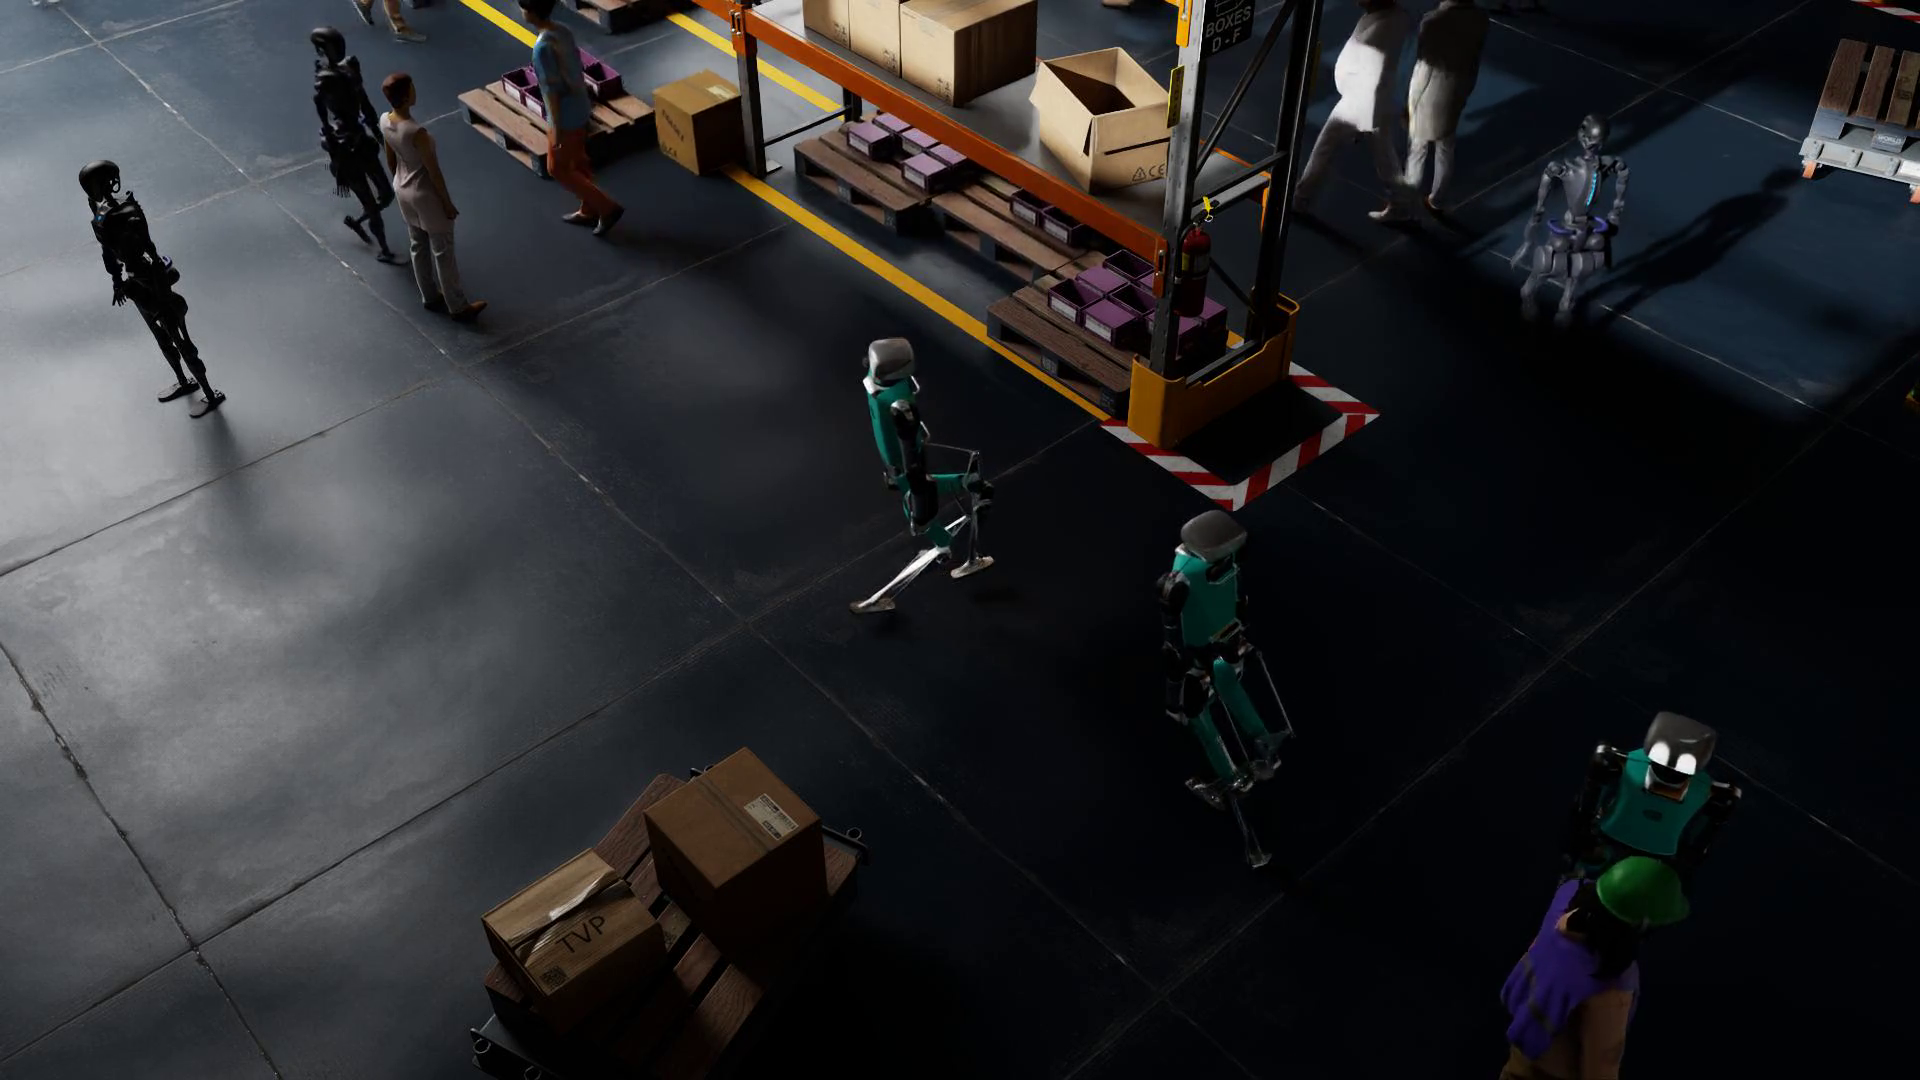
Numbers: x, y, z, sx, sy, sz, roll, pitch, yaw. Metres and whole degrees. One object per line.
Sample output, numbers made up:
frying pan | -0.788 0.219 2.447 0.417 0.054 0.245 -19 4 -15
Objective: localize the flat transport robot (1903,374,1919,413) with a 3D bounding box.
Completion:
flat transport robot | 6.457 -0.696 9.851 1.431 0.231 0.659 33 52 31

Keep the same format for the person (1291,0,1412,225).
person | 2.704 -2.959 11.148 1.012 1.855 0.637 22 47 22

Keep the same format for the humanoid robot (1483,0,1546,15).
humanoid robot | 4.745 -5.149 13.665 0.515 1.638 0.590 14 44 15

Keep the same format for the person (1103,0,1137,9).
person | 1.344 -5.322 13.740 0.494 1.832 0.510 17 45 18

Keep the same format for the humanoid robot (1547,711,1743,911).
humanoid robot | 2.702 1.187 6.714 0.530 1.771 0.767 18 45 18

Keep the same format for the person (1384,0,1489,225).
person | 3.210 -2.992 11.197 0.515 1.829 0.360 -12 44 -13

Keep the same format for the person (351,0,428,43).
person | -4.704 -4.811 13.244 0.564 1.734 0.563 4 43 4

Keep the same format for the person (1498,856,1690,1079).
person | 2.212 1.757 5.997 0.981 1.876 0.554 6 43 6

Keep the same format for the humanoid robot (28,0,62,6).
humanoid robot | -7.867 -5.234 13.695 0.543 1.773 0.720 -24 48 -24

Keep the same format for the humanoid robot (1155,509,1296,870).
humanoid robot | 1.244 0.748 7.255 0.553 1.867 0.844 -33 52 -31

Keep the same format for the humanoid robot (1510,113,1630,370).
humanoid robot | 3.659 -1.758 9.962 0.600 1.641 0.394 -2 43 -3

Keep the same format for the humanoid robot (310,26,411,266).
humanoid robot | -3.979 -2.564 10.854 0.469 1.654 0.613 8 43 9

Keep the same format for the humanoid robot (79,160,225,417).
humanoid robot | -4.699 -1.453 9.624 0.599 1.657 0.315 27 49 26

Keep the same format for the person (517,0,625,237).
person | -2.593 -2.837 11.092 0.505 1.742 0.528 5 43 6

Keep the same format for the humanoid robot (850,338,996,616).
humanoid robot | -0.092 -0.313 8.380 1.036 1.749 0.544 -15 45 -16

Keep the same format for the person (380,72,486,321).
person | -3.341 -2.138 10.390 0.458 1.660 0.276 24 48 24
